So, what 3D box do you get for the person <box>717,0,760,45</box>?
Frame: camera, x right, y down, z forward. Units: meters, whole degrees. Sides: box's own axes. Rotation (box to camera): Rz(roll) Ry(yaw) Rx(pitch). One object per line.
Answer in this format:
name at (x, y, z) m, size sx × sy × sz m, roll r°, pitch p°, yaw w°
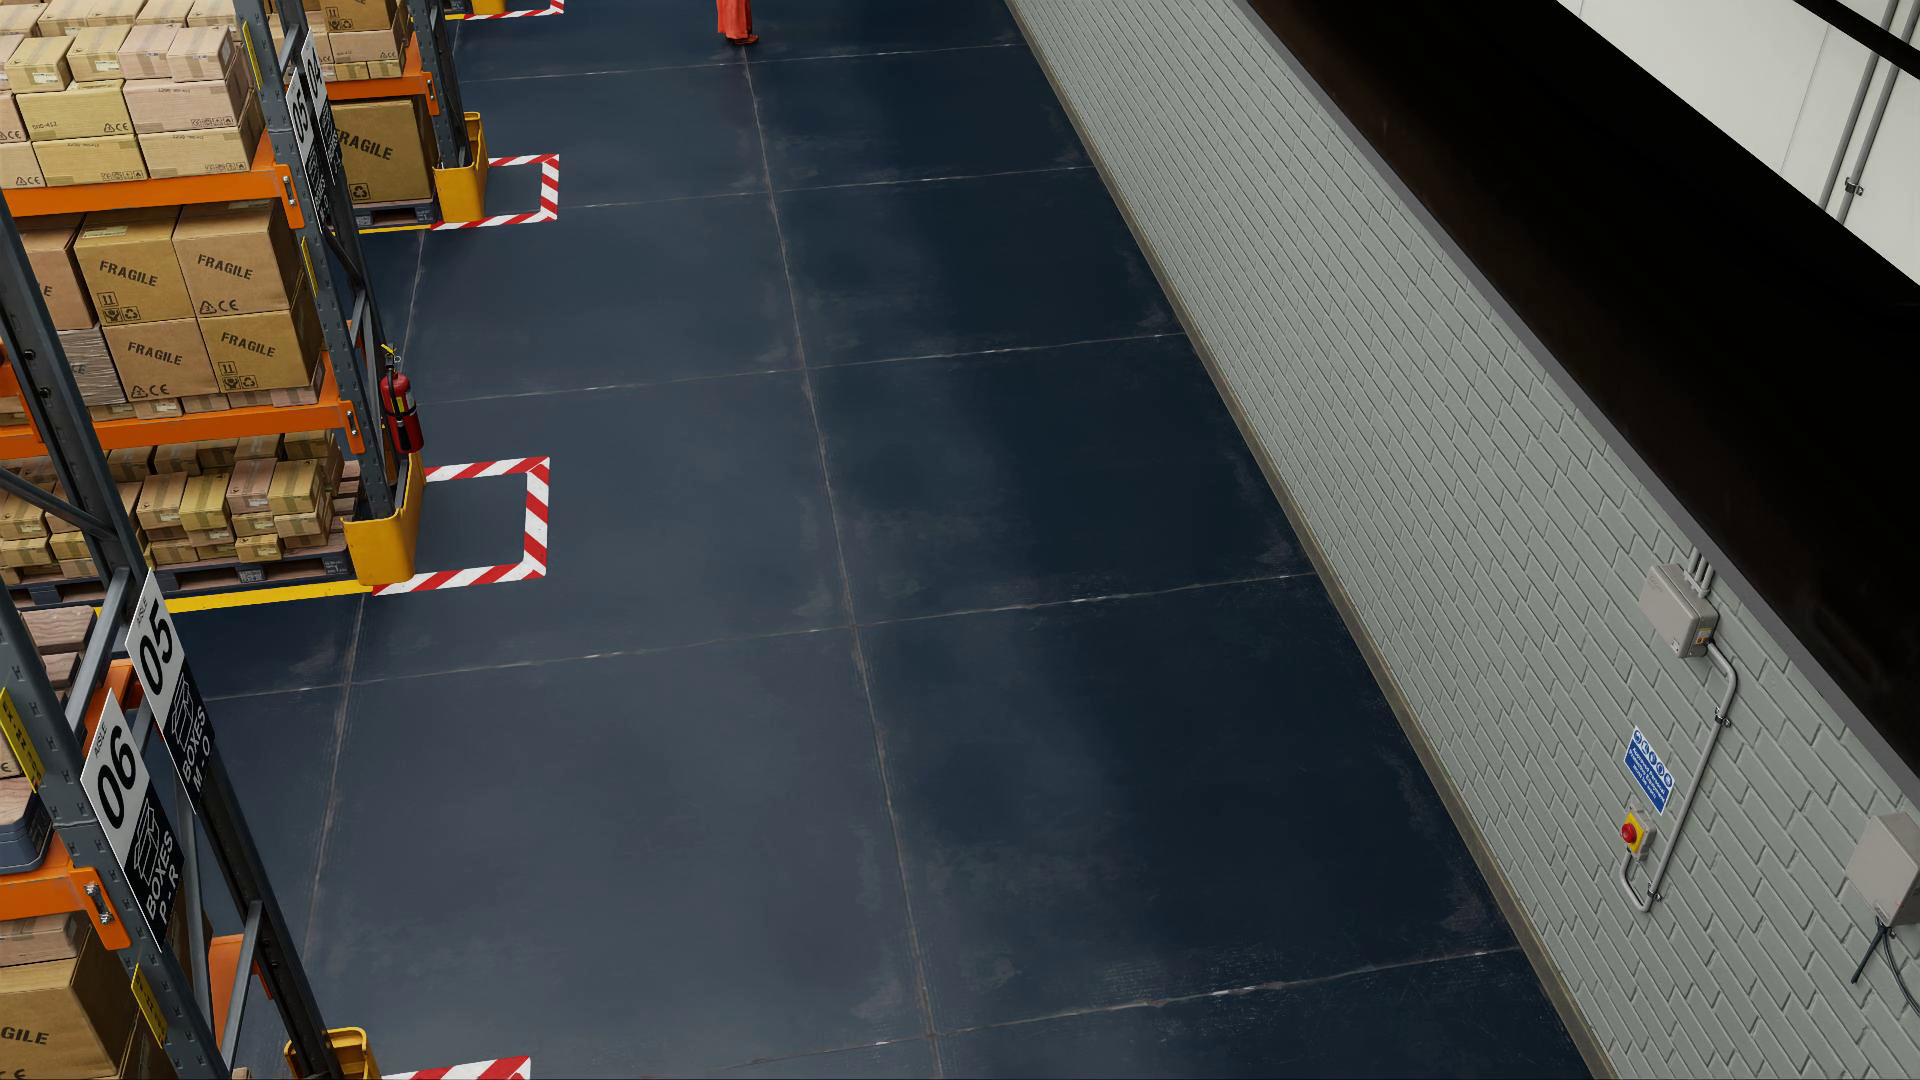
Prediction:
person at (-2.350, -6.043, 17.137) m, size 0.714 × 1.802 × 0.716 m, roll -22°, pitch 43°, yaw -26°
